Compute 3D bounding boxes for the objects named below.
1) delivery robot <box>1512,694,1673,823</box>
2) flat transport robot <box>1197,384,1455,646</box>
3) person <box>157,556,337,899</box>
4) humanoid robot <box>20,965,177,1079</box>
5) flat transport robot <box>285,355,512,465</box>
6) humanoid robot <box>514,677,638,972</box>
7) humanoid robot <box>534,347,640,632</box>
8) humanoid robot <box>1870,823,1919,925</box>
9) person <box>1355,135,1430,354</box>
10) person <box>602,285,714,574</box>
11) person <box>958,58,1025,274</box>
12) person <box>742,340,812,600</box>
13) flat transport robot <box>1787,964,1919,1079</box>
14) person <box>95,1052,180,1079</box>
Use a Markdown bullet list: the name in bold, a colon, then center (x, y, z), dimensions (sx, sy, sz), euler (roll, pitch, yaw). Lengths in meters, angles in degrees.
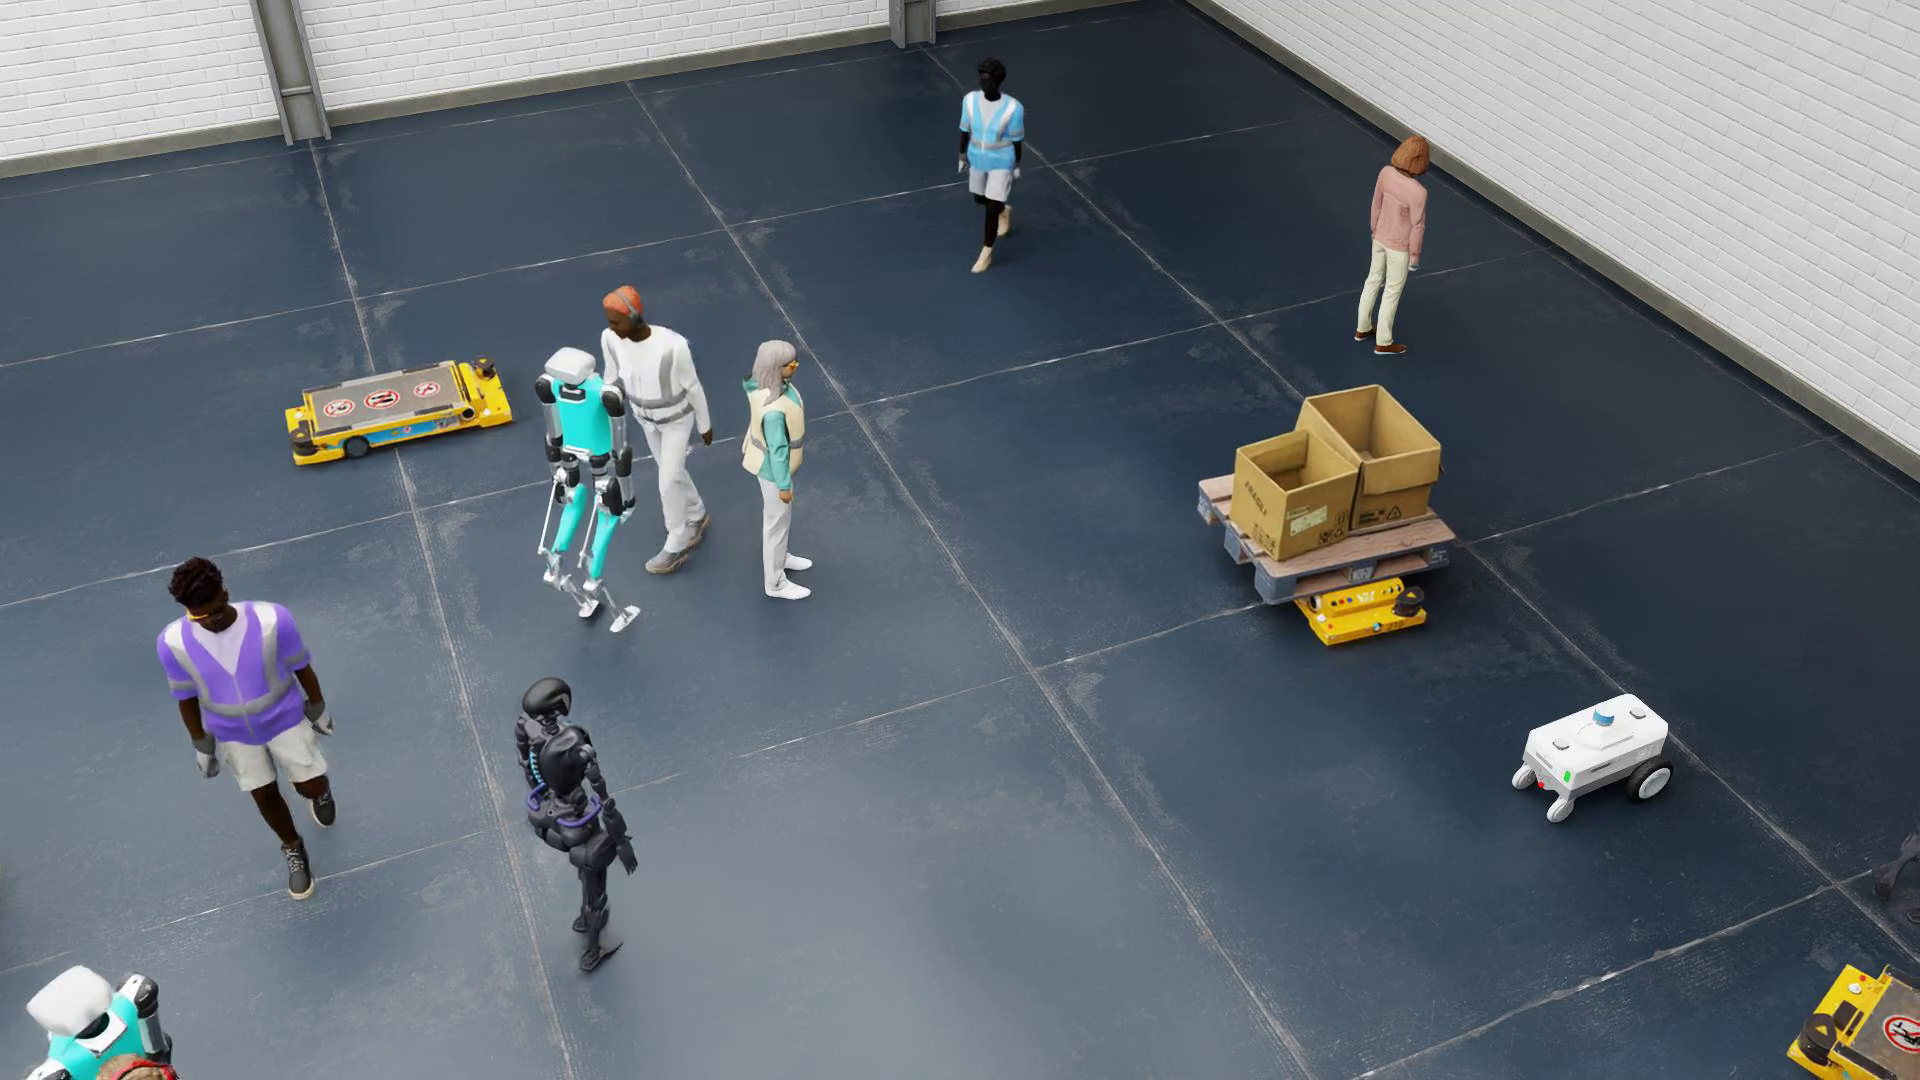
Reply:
- **delivery robot**: center (3.296, 1.092, 8.625), dimensions (0.794, 0.603, 0.499), euler (-17, 41, -20)
- **flat transport robot**: center (2.203, 0.078, 10.172), dimensions (0.659, 0.231, 1.431), euler (-12, 39, -15)
- **person**: center (-3.298, 0.828, 7.829), dimensions (0.636, 1.941, 0.563), euler (-10, 39, -12)
- **humanoid robot**: center (-3.259, 2.171, 6.233), dimensions (0.775, 1.759, 0.540), euler (14, 40, 18)
- **flat transport robot**: center (-3.871, -0.899, 11.444), dimensions (1.431, 0.231, 0.659), euler (-14, 40, -18)
- **humanoid robot**: center (-1.718, 1.254, 7.483), dimensions (0.598, 1.647, 0.440), euler (23, 43, 27)
- **humanoid robot**: center (-2.137, -0.174, 9.272), dimensions (0.538, 1.773, 0.683), euler (13, 39, 16)
- **humanoid robot**: center (4.692, 1.152, 7.617), dimensions (0.385, 1.641, 0.585), euler (-18, 41, -22)
- **person**: center (3.113, -2.113, 11.901), dimensions (0.267, 1.631, 0.506), euler (-17, 41, -20)
- **person**: center (-1.820, -0.673, 9.848), dimensions (0.606, 1.852, 0.751), euler (17, 41, 21)
- **person**: center (0.265, -2.988, 13.013), dimensions (0.534, 1.666, 0.747), euler (18, 41, 22)
- **person**: center (-1.065, -0.409, 9.630), dimensions (0.377, 1.699, 0.456), euler (-4, 38, -5)
- **flat transport robot**: center (4.414, 2.403, 7.146), dimensions (1.431, 0.231, 0.659), euler (31, 47, 34)
- **person**: center (-2.536, 2.476, 5.784), dimensions (0.607, 1.815, 0.568), euler (-19, 41, -23)
